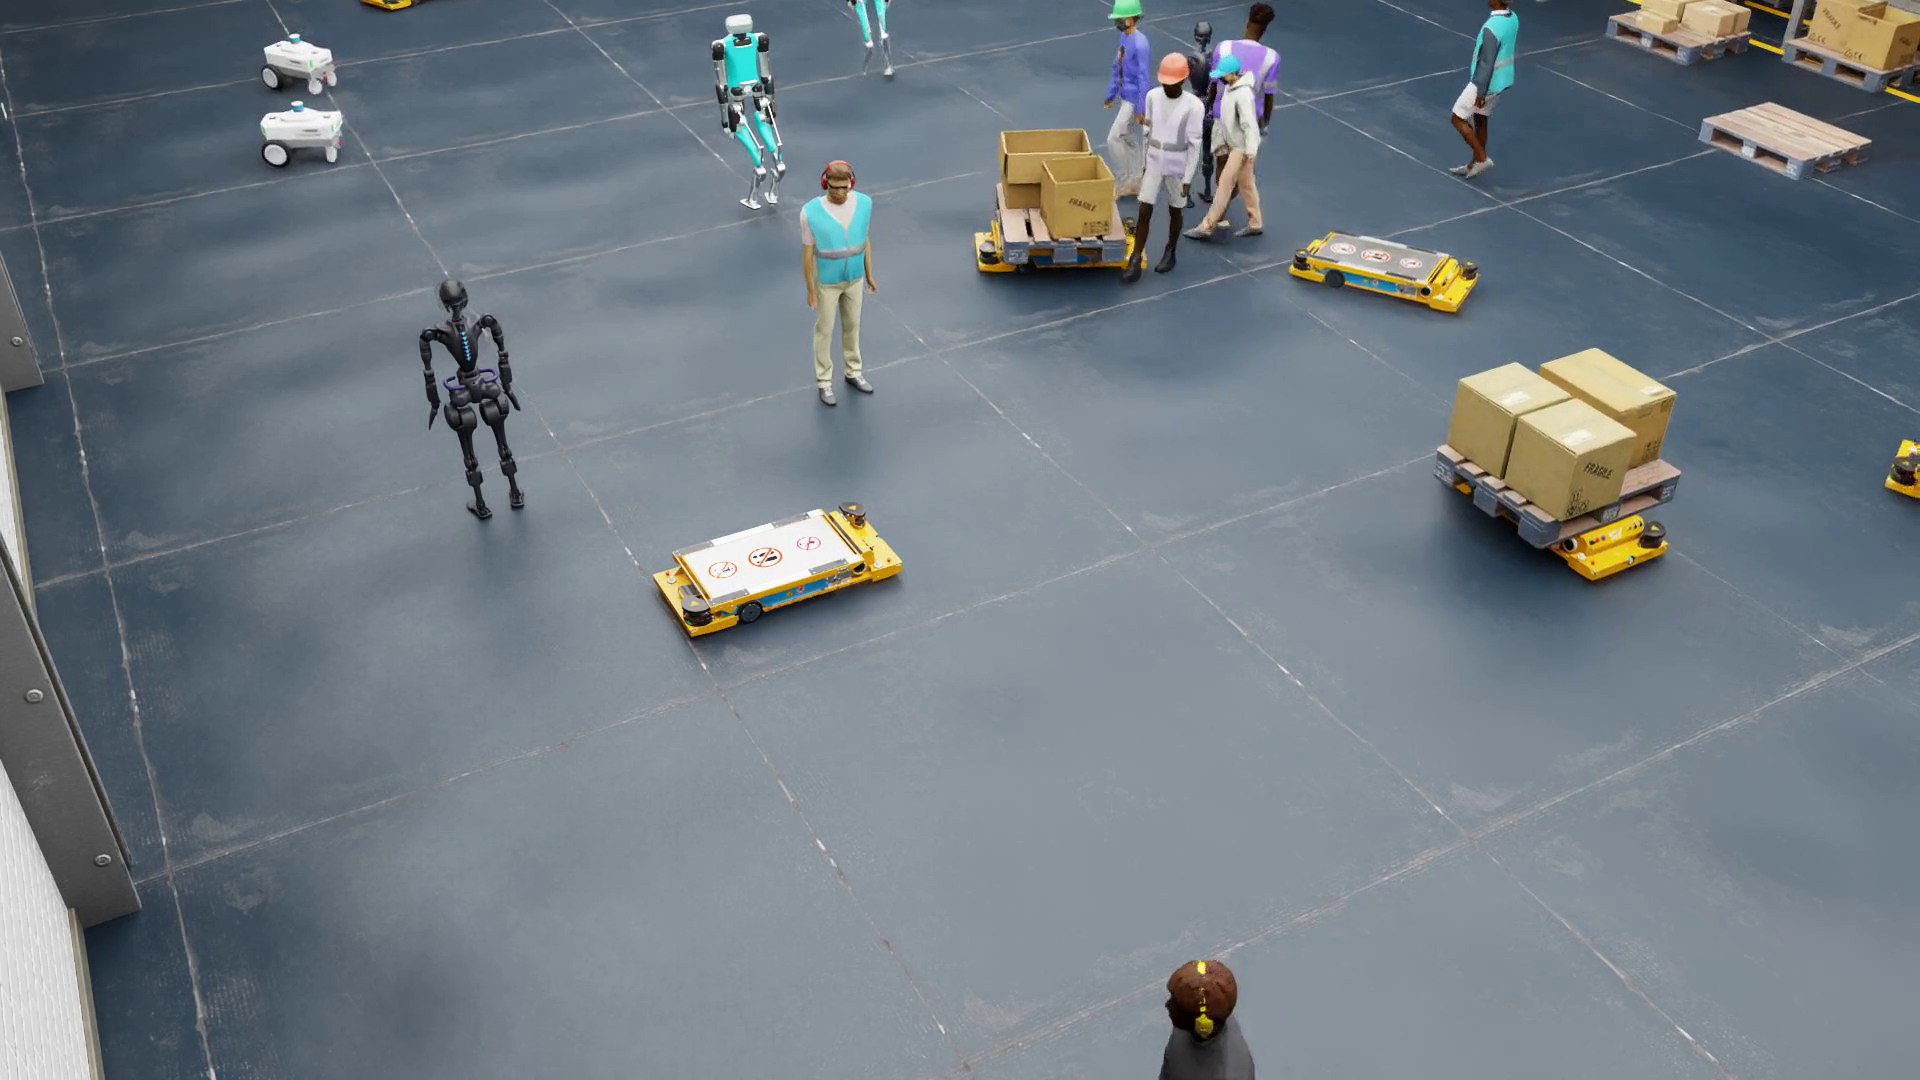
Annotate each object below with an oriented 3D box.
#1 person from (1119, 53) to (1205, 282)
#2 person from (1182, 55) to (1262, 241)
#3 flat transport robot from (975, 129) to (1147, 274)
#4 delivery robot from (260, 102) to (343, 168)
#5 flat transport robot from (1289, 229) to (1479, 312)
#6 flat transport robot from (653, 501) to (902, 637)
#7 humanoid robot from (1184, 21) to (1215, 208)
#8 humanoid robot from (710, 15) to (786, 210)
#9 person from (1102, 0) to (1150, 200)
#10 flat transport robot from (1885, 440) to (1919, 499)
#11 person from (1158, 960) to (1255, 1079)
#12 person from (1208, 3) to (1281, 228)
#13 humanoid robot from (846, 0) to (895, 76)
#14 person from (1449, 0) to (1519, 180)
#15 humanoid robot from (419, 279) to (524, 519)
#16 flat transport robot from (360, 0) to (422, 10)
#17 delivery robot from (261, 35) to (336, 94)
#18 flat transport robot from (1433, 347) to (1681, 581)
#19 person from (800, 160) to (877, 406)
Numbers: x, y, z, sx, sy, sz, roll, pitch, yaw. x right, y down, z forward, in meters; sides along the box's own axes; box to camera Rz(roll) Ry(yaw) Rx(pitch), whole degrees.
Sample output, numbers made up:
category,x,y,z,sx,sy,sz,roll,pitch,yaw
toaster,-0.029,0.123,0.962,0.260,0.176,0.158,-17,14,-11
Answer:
category,x,y,z,sx,sy,sz,roll,pitch,yaw
person,1.644,-3.000,13.569,0.563,1.910,0.797,20,40,26
person,2.312,-3.354,14.322,0.832,1.613,0.509,-3,35,-5
flat transport robot,0.863,-2.547,14.353,1.431,0.231,0.659,-1,35,-2
delivery robot,-6.365,-3.942,16.084,0.754,0.582,0.509,-1,35,-2
flat transport robot,3.558,-2.272,13.960,1.431,0.231,0.659,18,39,24
flat transport robot,-1.146,0.170,10.474,1.431,0.231,0.659,-17,39,-23
humanoid robot,2.130,-3.828,14.943,0.599,1.655,0.315,-17,39,-23
humanoid robot,-1.791,-3.701,14.604,0.533,1.677,0.735,-17,39,-23
person,1.453,-3.987,15.030,0.575,1.852,0.477,-6,35,-9
flat transport robot,7.084,-0.343,11.206,1.431,0.231,0.659,21,40,27
person,0.849,2.215,6.205,0.950,1.813,0.511,-5,35,-7
person,2.475,-3.741,14.635,0.598,1.902,1.013,3,35,4
humanoid robot,-0.919,-5.696,17.589,0.530,1.780,0.842,-9,36,-12
person,4.853,-4.237,15.323,0.473,1.925,0.558,28,43,34
humanoid robot,-3.168,-0.919,10.789,0.599,1.655,0.315,-17,39,-23
flat transport robot,-6.652,-6.841,20.483,0.659,0.231,1.431,22,41,28
delivery robot,-7.047,-5.078,17.733,0.784,0.612,0.524,17,38,22
flat transport robot,3.929,-0.249,11.071,0.659,0.231,1.431,-17,39,-23
person,-0.878,-1.883,12.037,0.564,1.837,0.388,-21,40,-27
